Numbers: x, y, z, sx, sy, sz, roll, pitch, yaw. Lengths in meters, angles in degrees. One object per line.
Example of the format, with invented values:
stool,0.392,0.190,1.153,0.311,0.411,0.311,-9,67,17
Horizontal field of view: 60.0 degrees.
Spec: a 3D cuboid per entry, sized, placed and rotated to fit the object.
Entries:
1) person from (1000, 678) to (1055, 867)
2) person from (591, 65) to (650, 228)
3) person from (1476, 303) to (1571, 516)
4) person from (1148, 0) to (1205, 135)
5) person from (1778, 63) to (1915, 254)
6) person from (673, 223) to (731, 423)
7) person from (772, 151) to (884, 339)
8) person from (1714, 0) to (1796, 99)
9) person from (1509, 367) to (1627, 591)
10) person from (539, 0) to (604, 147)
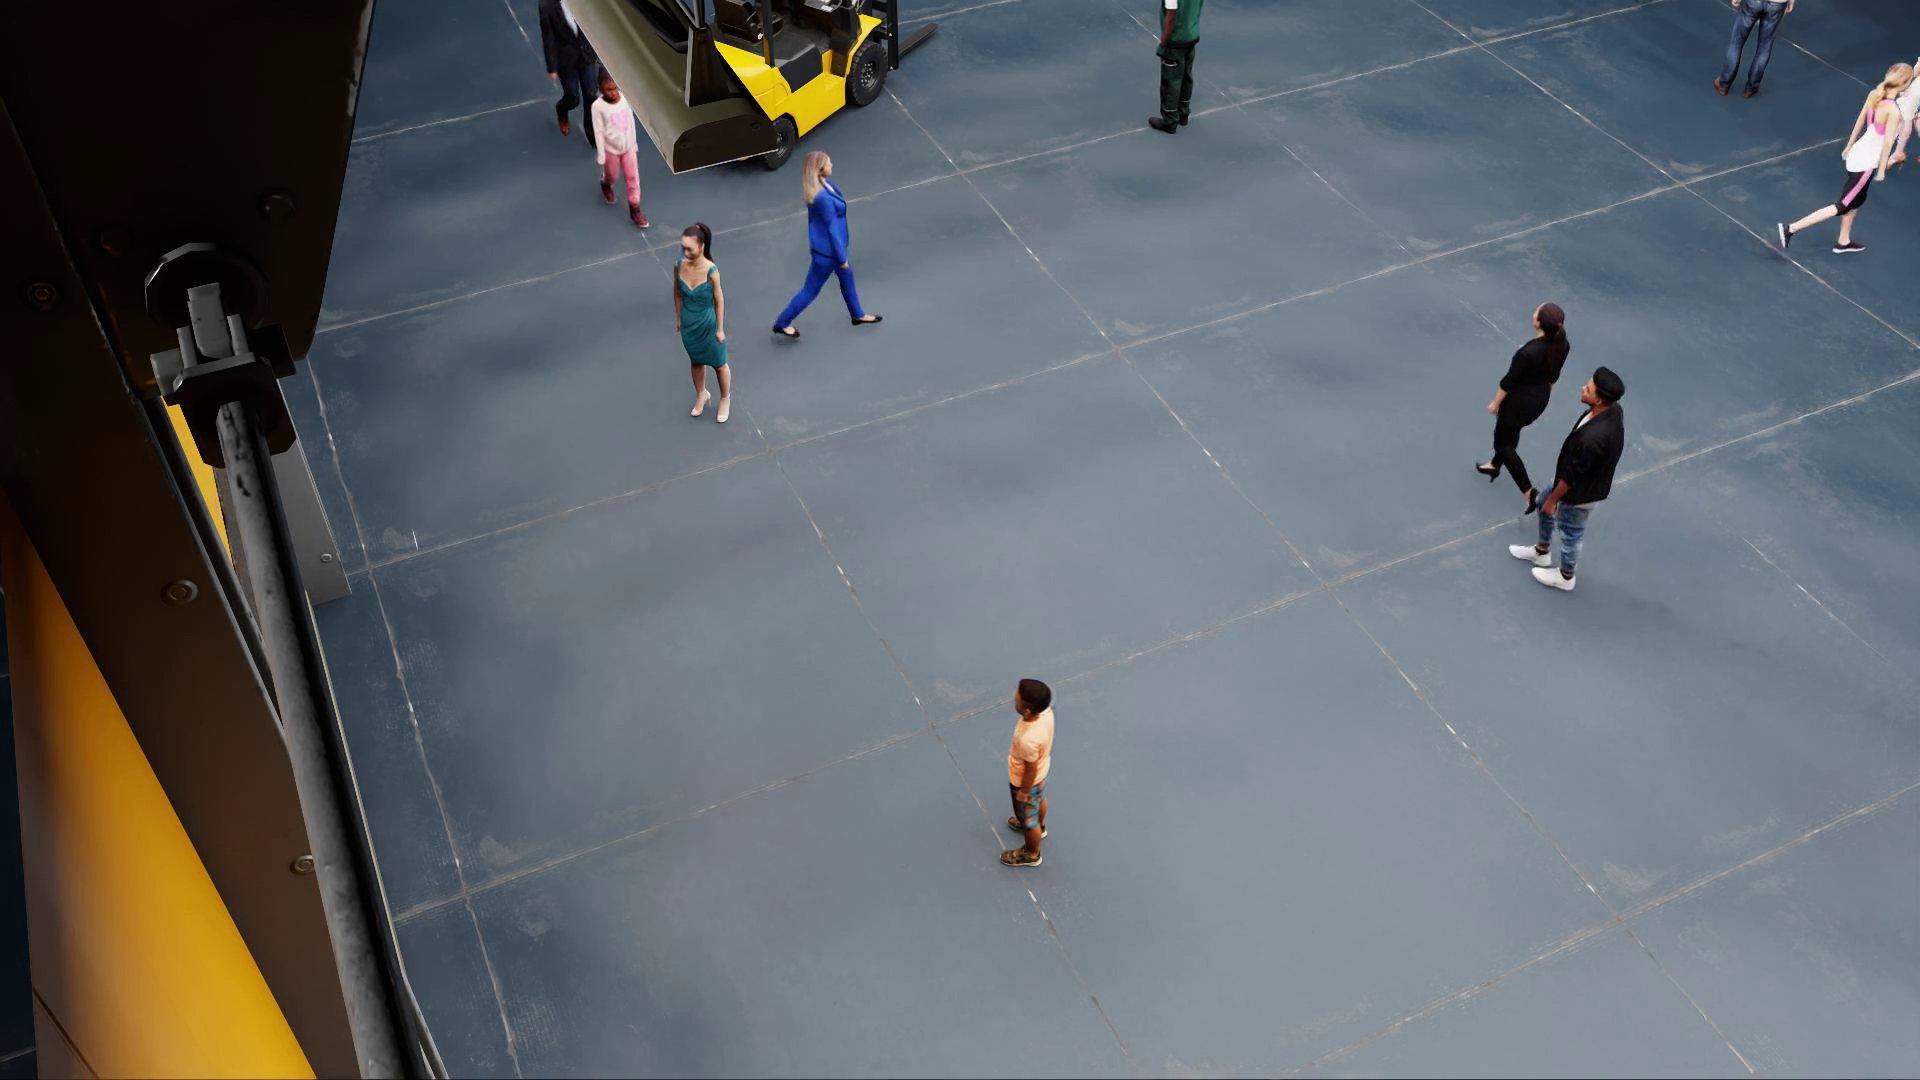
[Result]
person,0.403,1.312,9.484,0.661,1.461,0.579,9,44,9
person,-3.023,-3.467,14.524,0.645,1.428,0.962,-25,49,-24
person,3.987,-0.900,11.675,0.628,1.640,0.979,-20,47,-20
person,2.051,-4.687,15.507,0.736,1.839,0.766,34,53,31
person,7.472,-3.134,13.929,0.975,1.767,1.104,0,44,0
person,-1.915,-1.602,12.375,0.607,1.692,0.670,15,46,15
person,-1.151,-2.265,13.094,0.839,1.661,1.143,-10,44,-10
person,7.730,-5.179,15.971,0.818,1.910,0.883,15,46,15
person,4.185,-0.355,10.988,0.936,1.799,0.886,21,48,21
person,-3.582,-4.460,15.306,0.810,1.787,0.960,-30,51,-27
